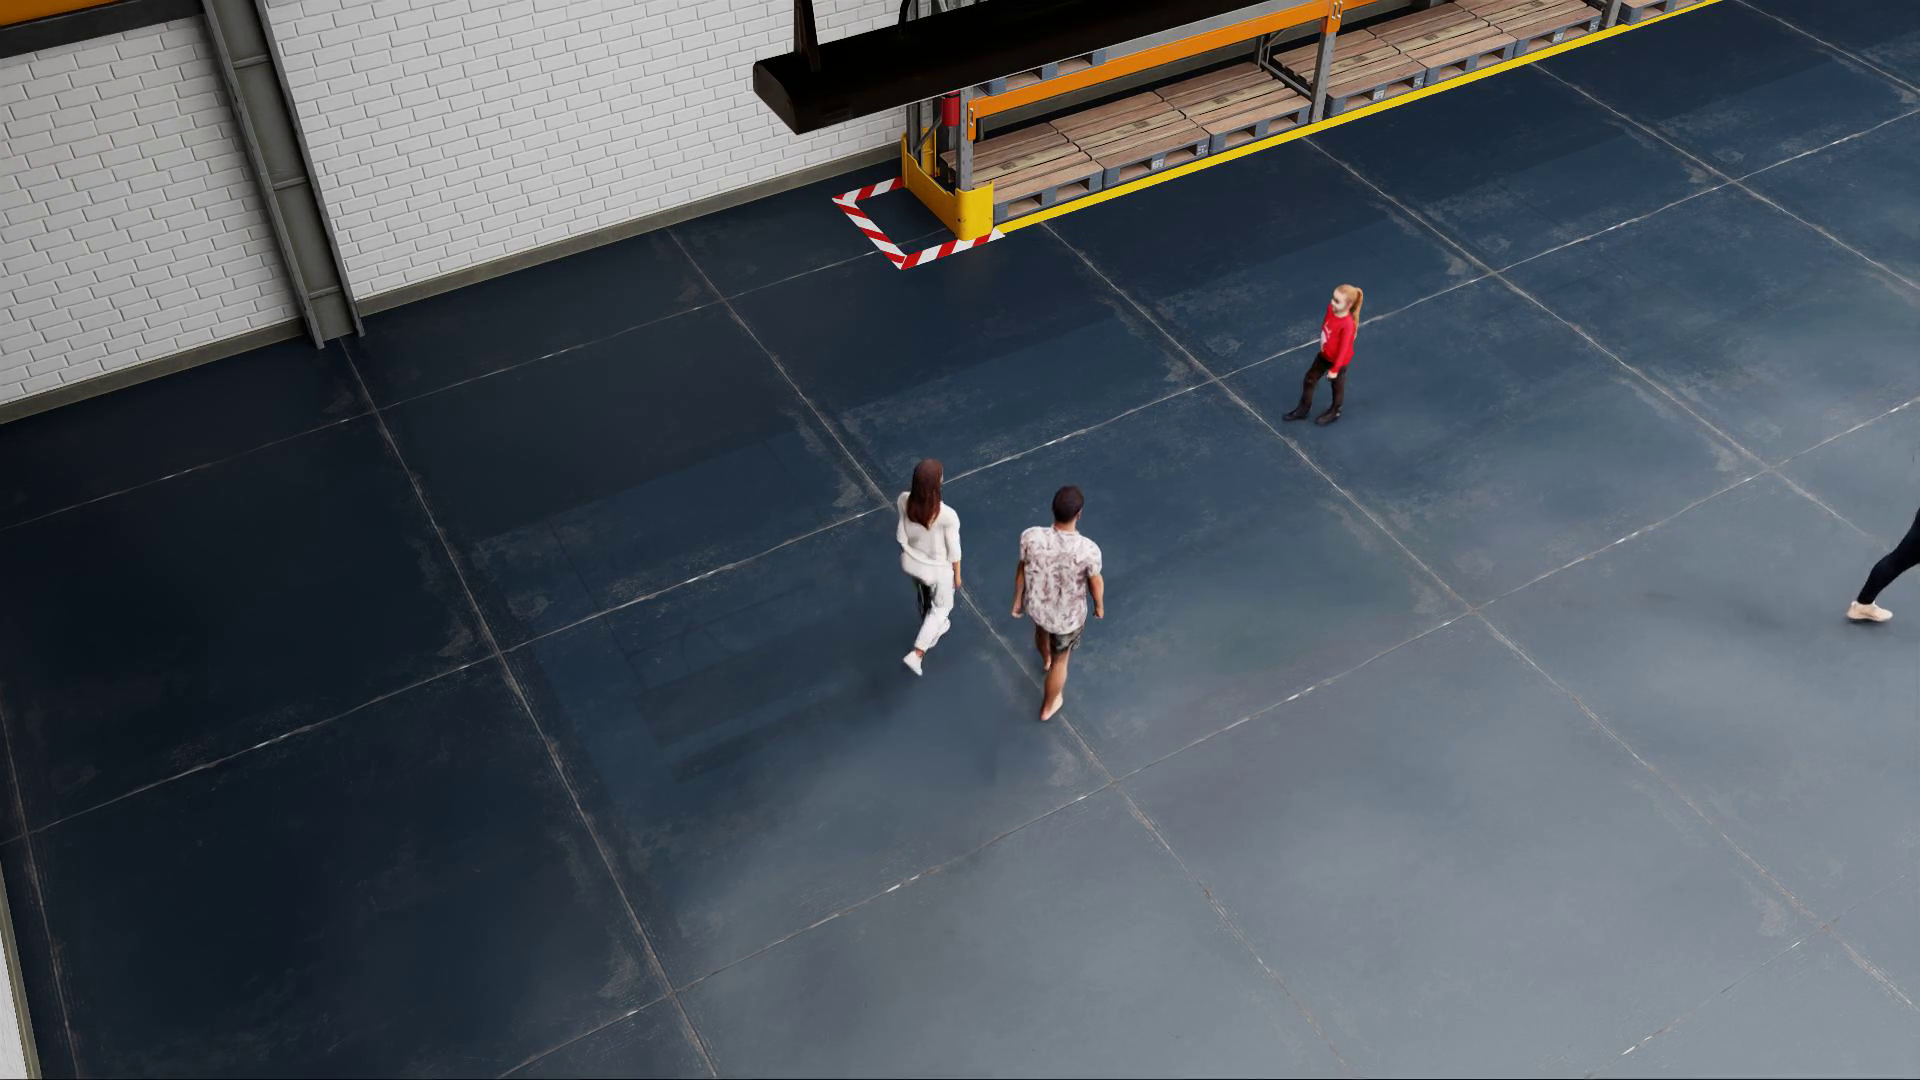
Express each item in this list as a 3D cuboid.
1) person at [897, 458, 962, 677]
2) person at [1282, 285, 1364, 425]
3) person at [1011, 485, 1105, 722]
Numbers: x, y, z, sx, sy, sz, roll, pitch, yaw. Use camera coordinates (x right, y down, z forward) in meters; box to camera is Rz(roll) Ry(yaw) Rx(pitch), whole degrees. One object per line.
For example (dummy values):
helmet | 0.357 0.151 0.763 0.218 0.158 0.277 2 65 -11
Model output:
person | -0.236 0.197 10.656 0.874 1.672 1.014 21 47 21
person | 2.892 -1.410 12.635 0.715 1.269 0.551 -17 46 -17
person | 0.564 0.452 10.298 0.983 1.795 1.068 16 46 16
